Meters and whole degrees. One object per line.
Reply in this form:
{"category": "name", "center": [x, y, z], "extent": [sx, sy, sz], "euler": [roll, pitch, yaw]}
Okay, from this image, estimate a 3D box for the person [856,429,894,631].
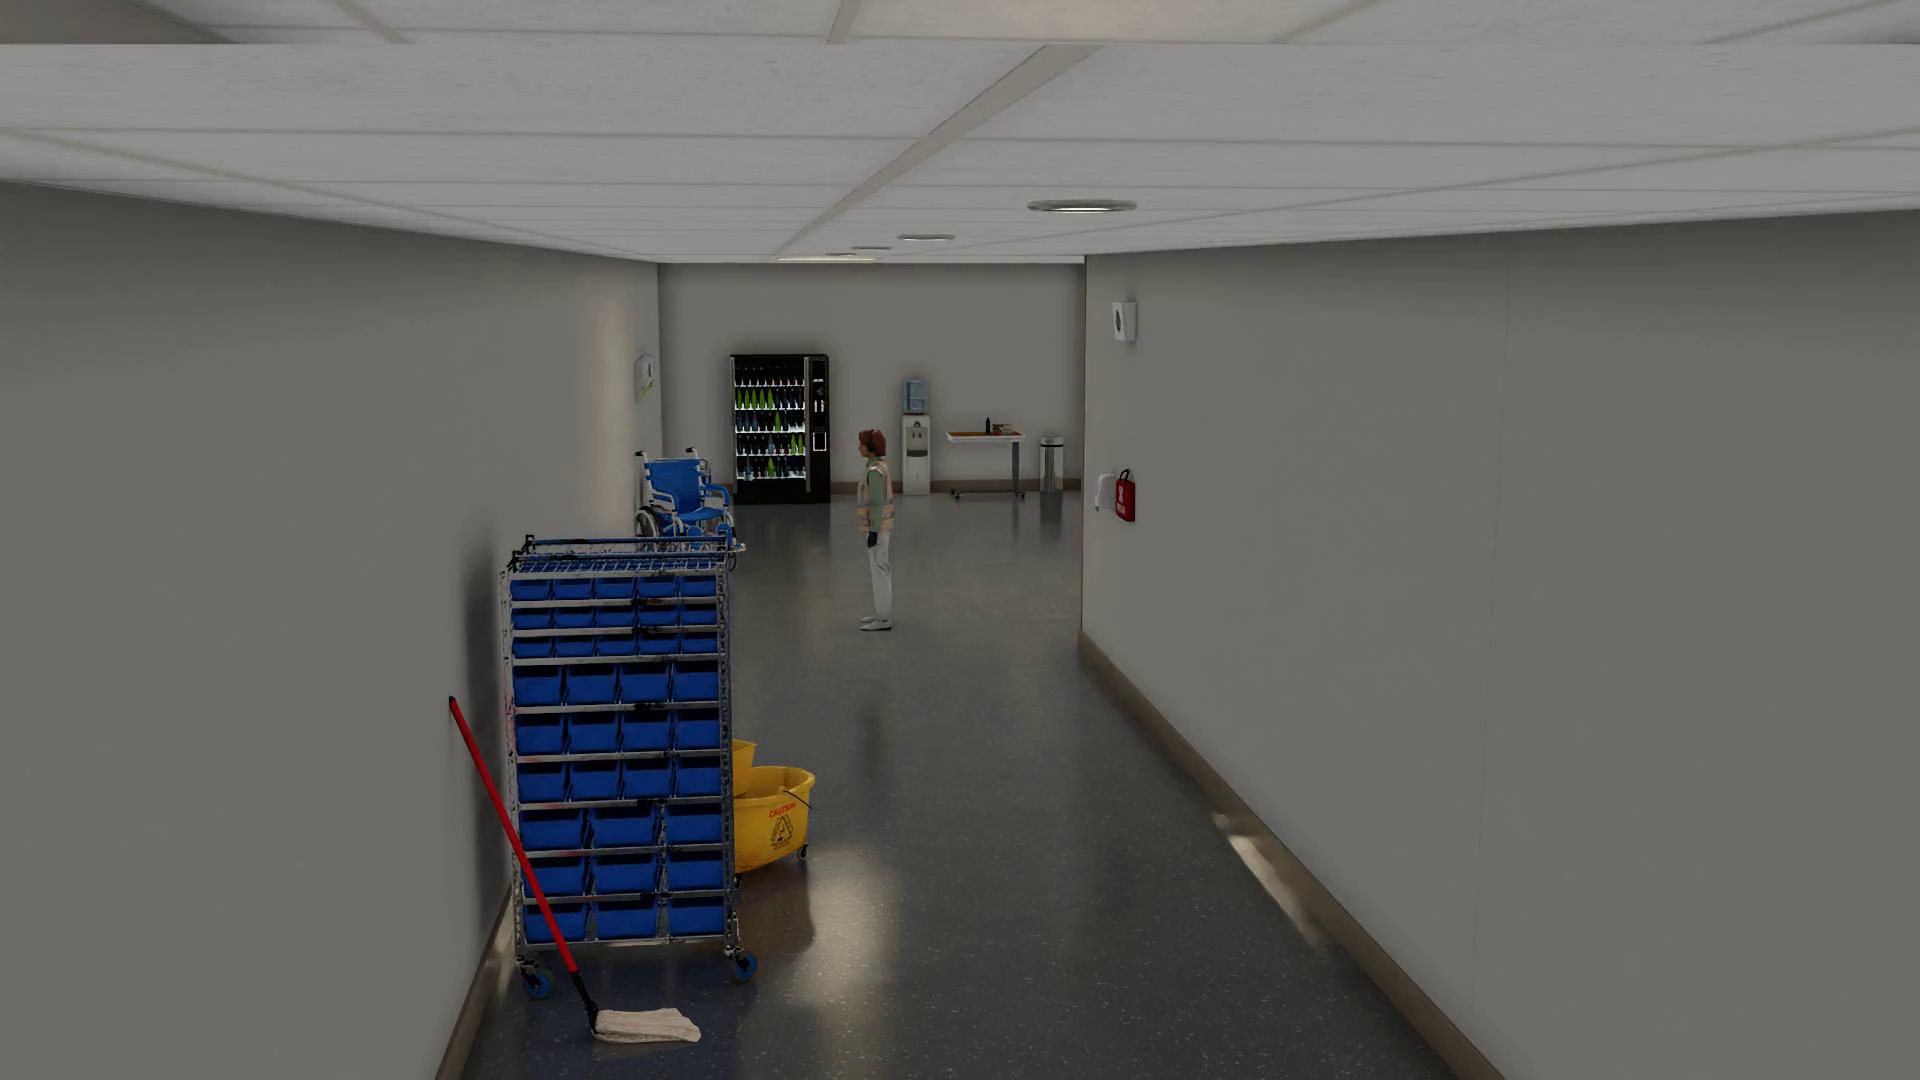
{"category": "person", "center": [-0.687, -0.084, 13.497], "extent": [0.311, 1.638, 0.522], "euler": [0, 9, -1]}
